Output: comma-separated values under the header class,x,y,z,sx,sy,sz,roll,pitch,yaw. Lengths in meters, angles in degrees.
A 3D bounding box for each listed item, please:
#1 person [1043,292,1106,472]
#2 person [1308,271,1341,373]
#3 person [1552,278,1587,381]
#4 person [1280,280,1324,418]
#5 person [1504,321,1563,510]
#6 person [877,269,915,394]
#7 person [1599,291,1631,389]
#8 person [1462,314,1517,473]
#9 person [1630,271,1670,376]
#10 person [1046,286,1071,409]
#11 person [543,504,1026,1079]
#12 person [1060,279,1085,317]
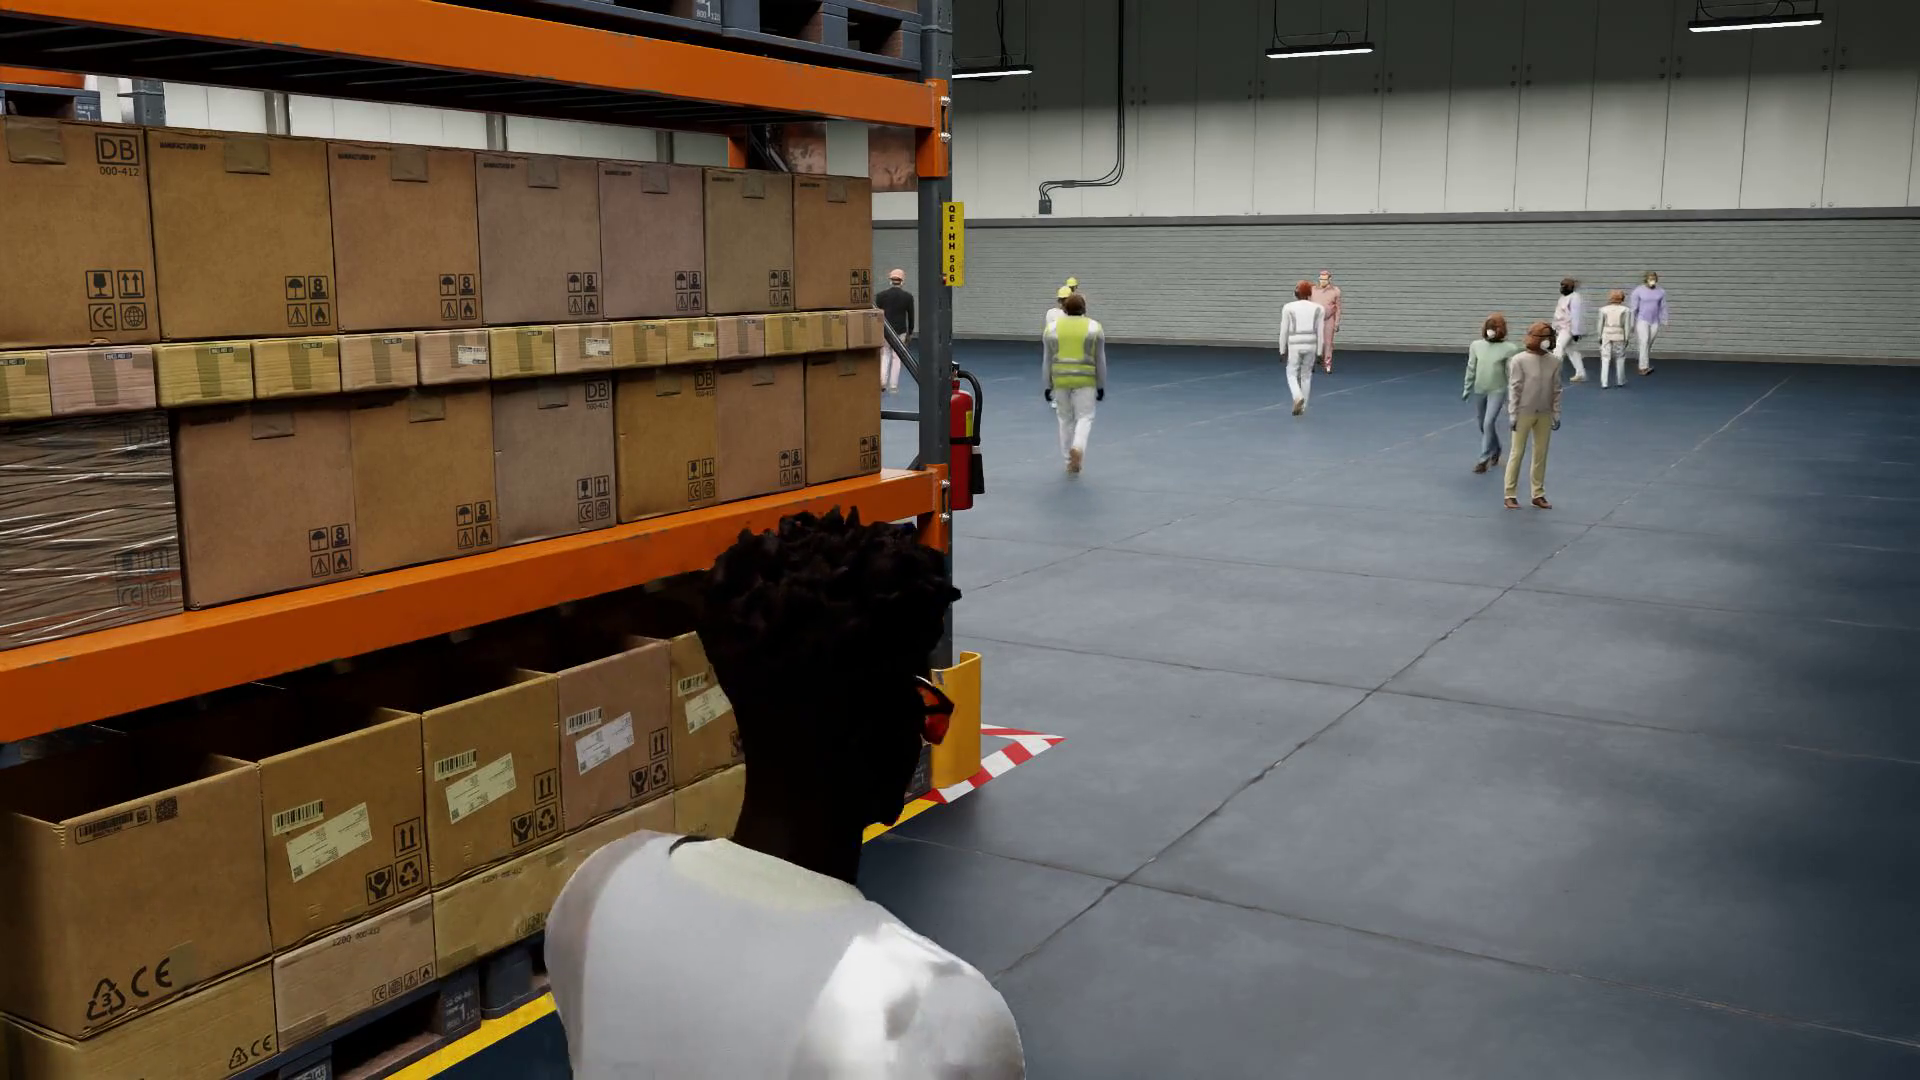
class,x,y,z,sx,sy,sz,roll,pitch,yaw
person,1.129,-1.555,16.581,0.634,1.827,0.704,2,10,14
person,6.736,-4.041,30.907,0.639,1.904,0.405,3,10,16
person,10.509,-3.635,28.863,0.947,1.797,0.623,1,10,5
person,4.578,-2.541,22.226,0.585,1.867,0.638,0,10,0
person,4.938,-1.066,14.306,0.498,1.626,0.299,-2,10,-13
person,-1.035,-3.314,26.465,0.623,1.960,0.618,2,10,12
person,10.821,-3.307,27.476,0.532,1.595,0.840,7,12,36
person,5.421,-1.504,16.912,0.495,1.606,0.779,9,13,44
person,12.578,-3.927,30.272,0.636,1.893,0.990,0,10,-2
person,1.462,-2.699,23.462,0.555,1.749,0.412,1,10,8
person,-0.123,0.920,1.741,0.612,1.942,0.681,7,12,36
person,2.315,-4.498,34.124,0.516,1.703,0.917,0,10,0
